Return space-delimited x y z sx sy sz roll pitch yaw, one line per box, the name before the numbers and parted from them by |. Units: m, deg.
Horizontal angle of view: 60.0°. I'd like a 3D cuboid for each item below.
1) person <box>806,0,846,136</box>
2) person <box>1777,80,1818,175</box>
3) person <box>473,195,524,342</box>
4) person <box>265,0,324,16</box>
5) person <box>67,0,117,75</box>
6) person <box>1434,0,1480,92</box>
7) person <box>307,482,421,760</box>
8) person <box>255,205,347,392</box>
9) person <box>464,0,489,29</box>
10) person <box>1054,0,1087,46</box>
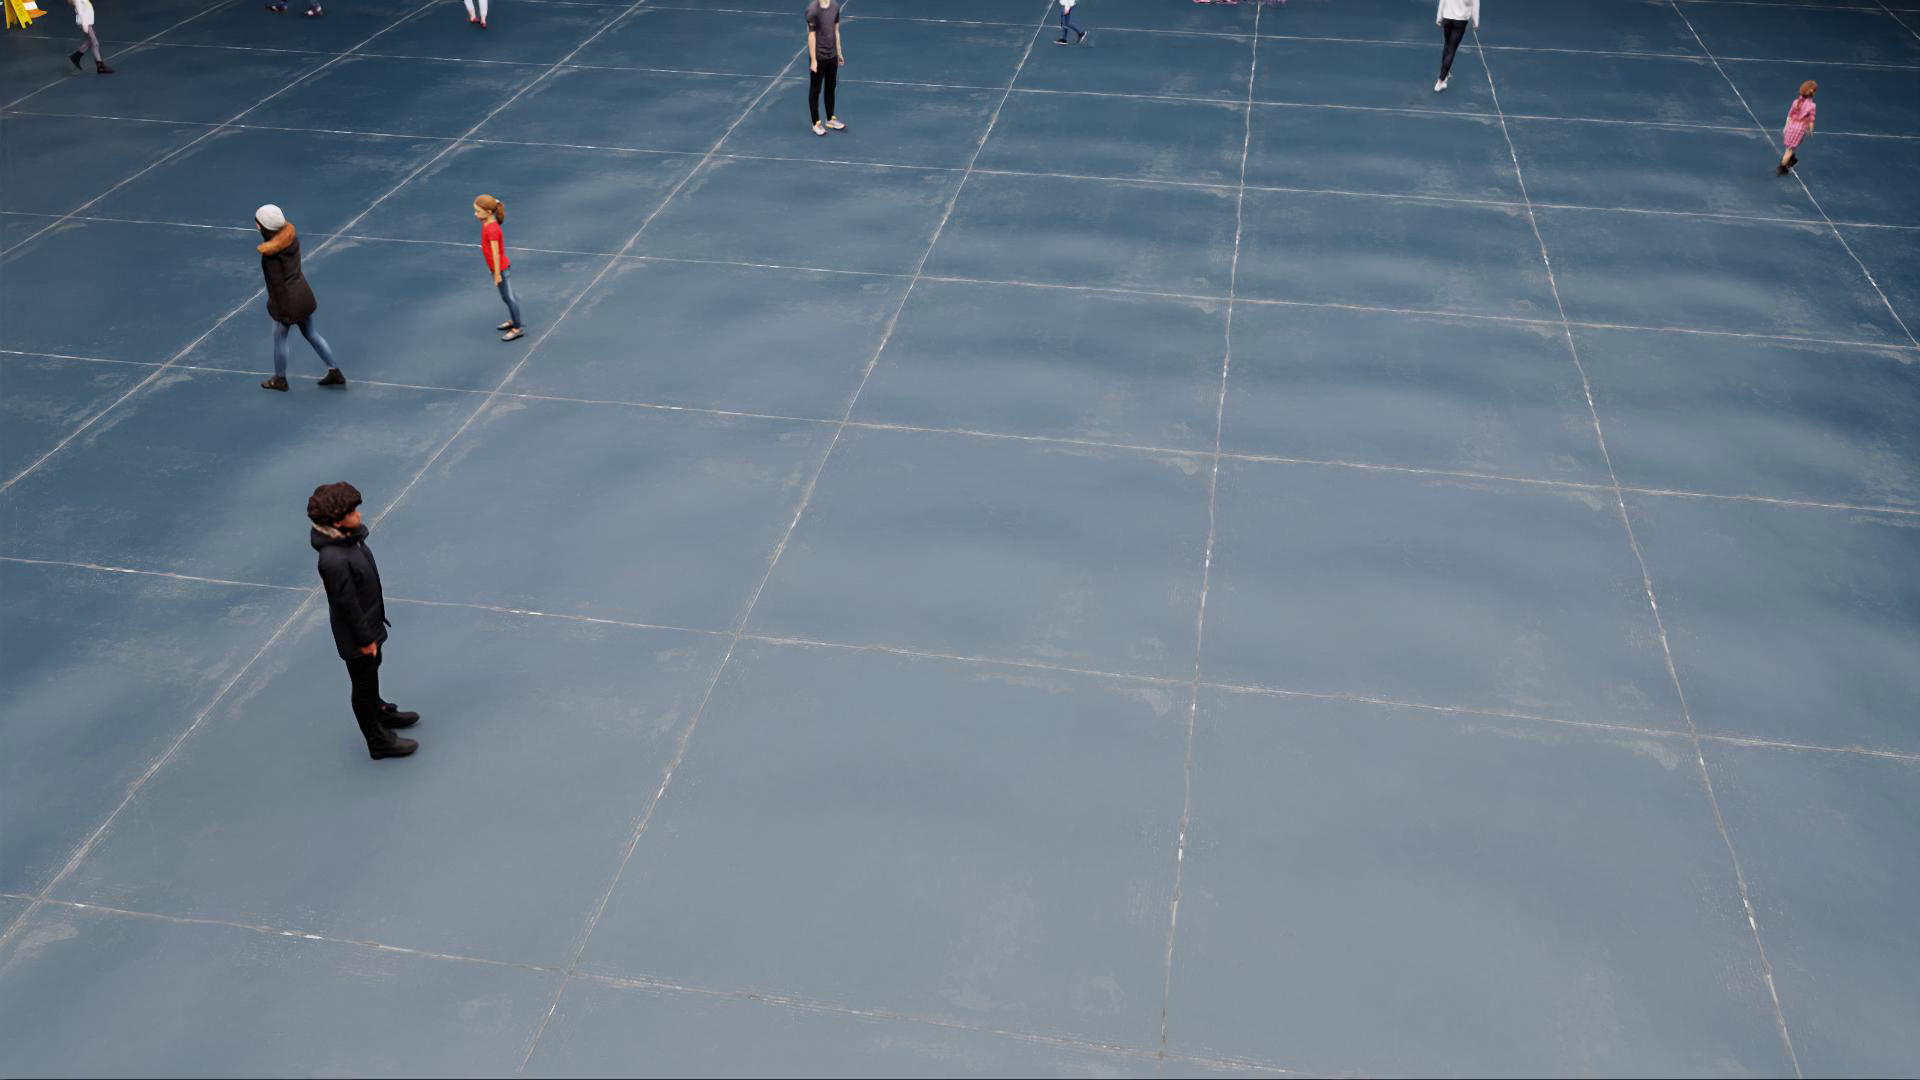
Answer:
person | -1.561 -5.584 19.140 0.736 1.764 0.716 27 41 36
person | 9.080 -4.469 18.082 0.711 1.006 0.659 -21 38 -30
person | -4.015 -2.393 14.511 0.593 1.305 0.559 -12 34 -18
person | -9.360 -8.266 23.329 1.125 1.831 0.806 -2 32 -3
person | -11.187 -6.557 21.146 0.836 1.269 0.701 -10 34 -15
person | 6.050 -6.363 20.455 0.878 1.678 0.895 24 39 33
person | -3.470 0.459 9.551 0.708 1.773 0.707 -7 33 -11
person | -5.379 -1.950 13.524 0.895 1.609 0.622 5 33 8
person | -6.687 -7.845 22.885 0.754 1.592 0.813 -21 38 -30
person | 1.495 -7.193 22.313 0.671 1.100 0.486 2 32 3
